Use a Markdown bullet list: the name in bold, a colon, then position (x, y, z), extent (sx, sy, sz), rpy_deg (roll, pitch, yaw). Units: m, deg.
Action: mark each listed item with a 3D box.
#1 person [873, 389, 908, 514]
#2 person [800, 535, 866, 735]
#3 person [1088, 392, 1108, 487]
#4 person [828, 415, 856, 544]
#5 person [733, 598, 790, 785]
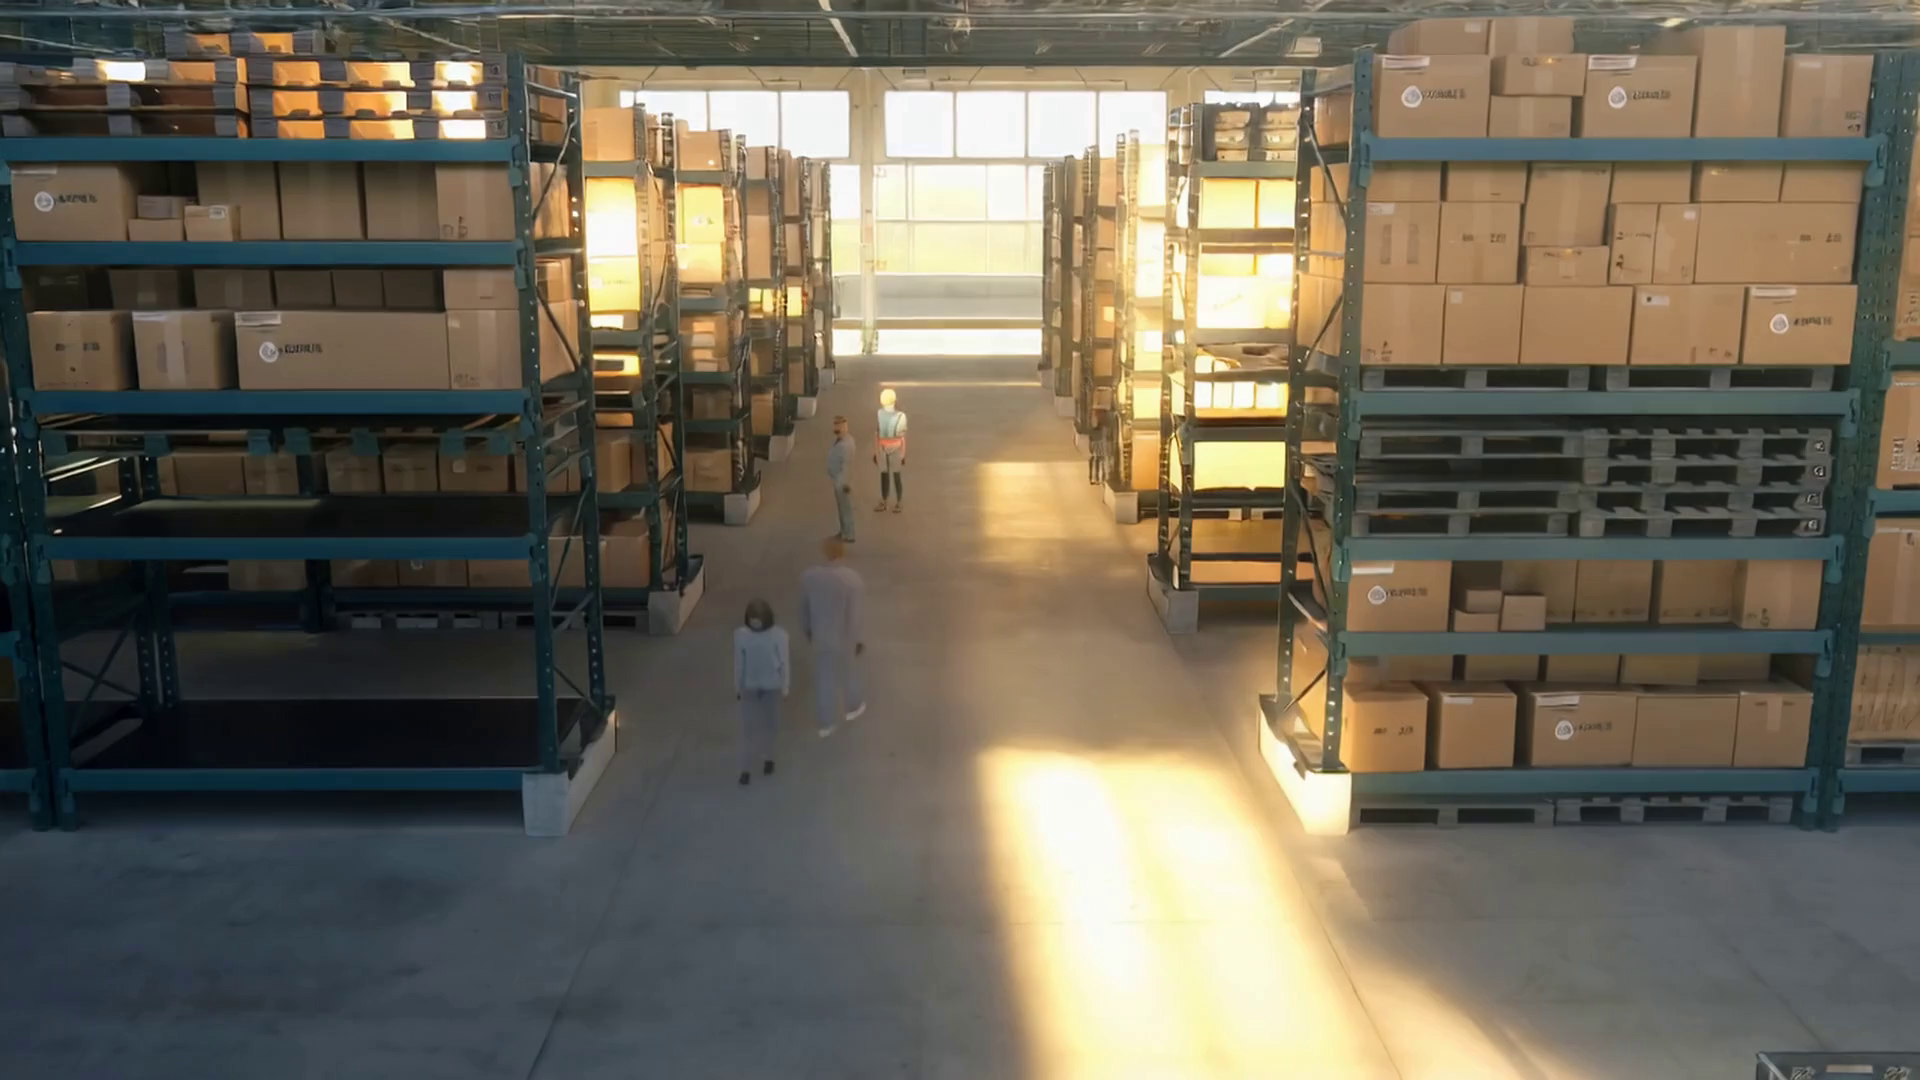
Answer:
- **person**: position (-1.144, -1.433, 26.910), extent (0.605, 2.034, 0.392), rpy_deg (7, 13, 31)
- **person**: position (-1.182, 0.871, 15.891), extent (0.650, 1.868, 0.863), rpy_deg (2, 12, 7)
- **person**: position (2.457, -1.794, 29.557), extent (0.318, 1.692, 0.531), rpy_deg (-5, 13, -25)
- **person**: position (-1.752, -0.895, 24.559), extent (0.408, 1.908, 0.643), rpy_deg (-4, 12, -19)
- **person**: position (-1.720, 1.312, 14.374), extent (0.503, 1.607, 0.724), rpy_deg (0, 11, -1)
